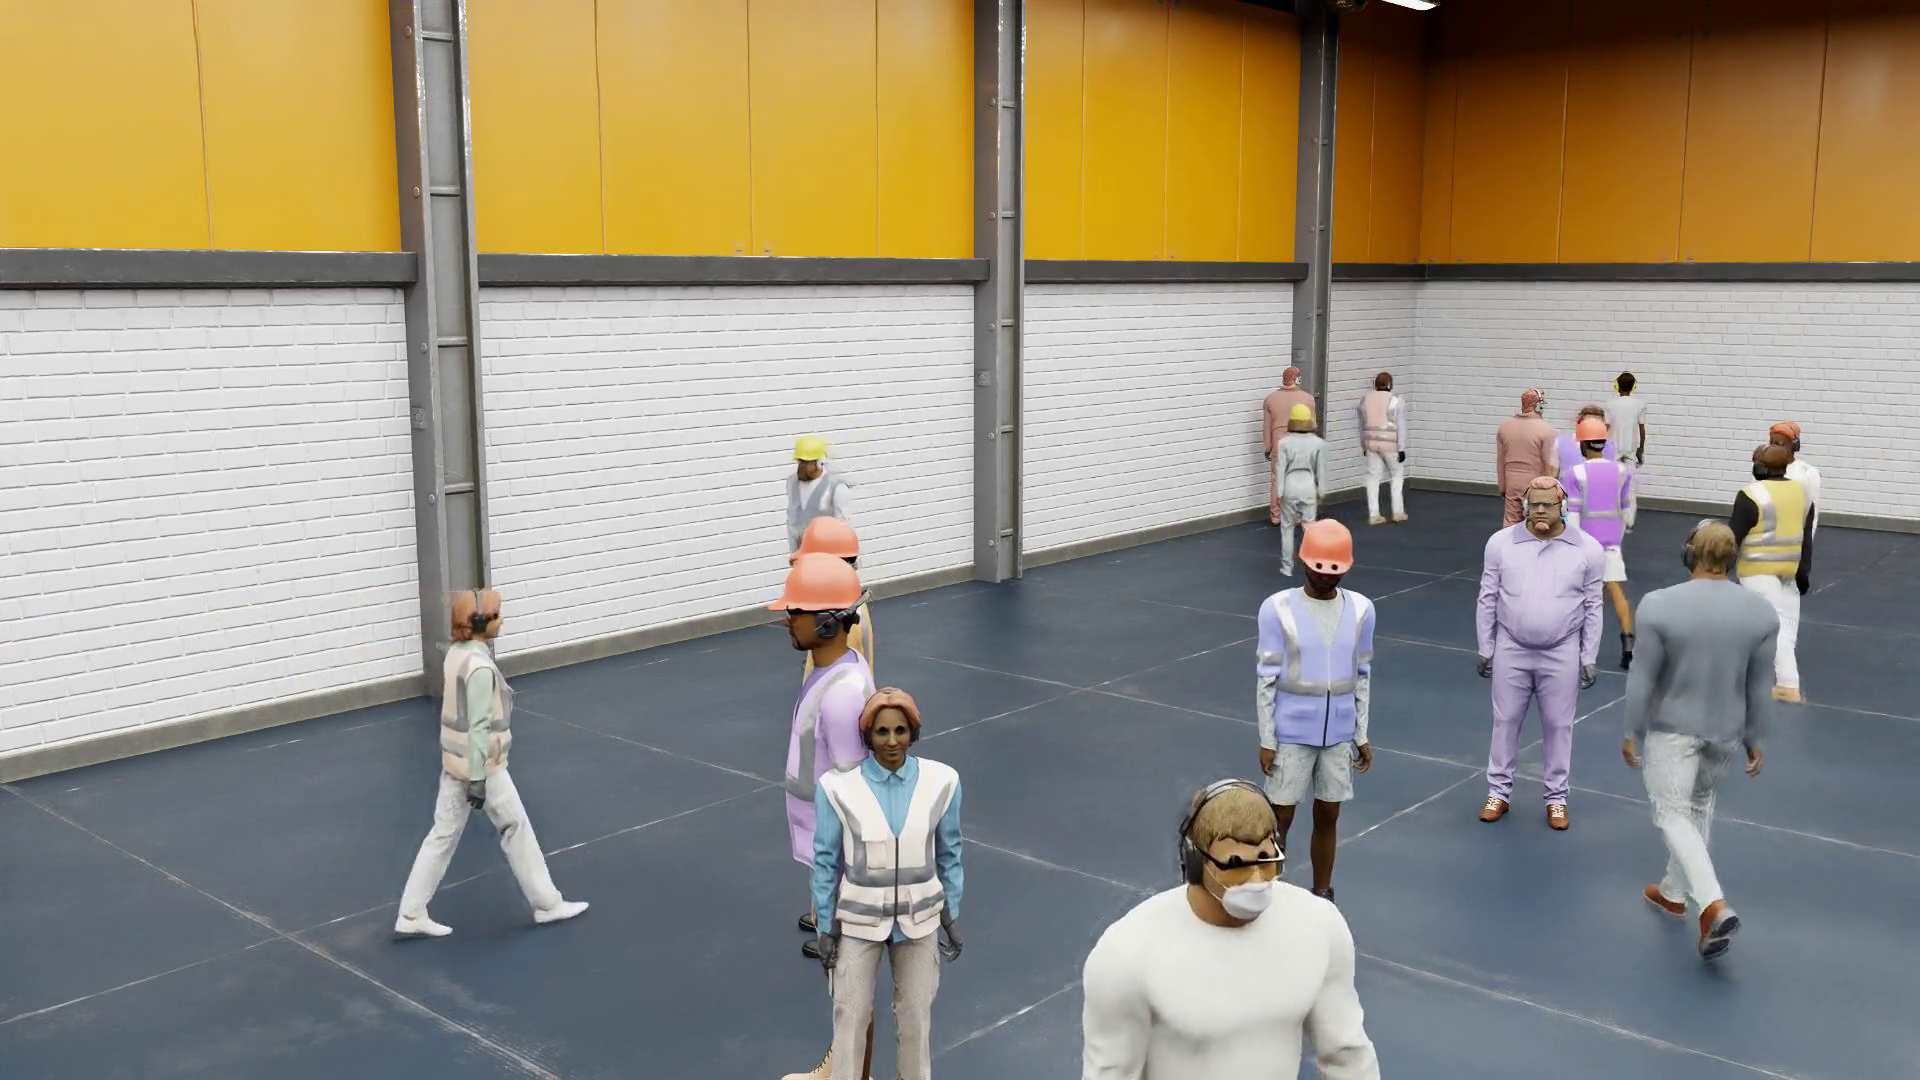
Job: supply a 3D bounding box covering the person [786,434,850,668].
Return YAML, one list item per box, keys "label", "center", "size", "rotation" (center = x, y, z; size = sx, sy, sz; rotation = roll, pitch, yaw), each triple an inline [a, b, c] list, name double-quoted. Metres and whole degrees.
- label: "person"
  center: [-1.077, 0.074, 12.659]
  size: [0.600, 1.803, 0.585]
  rotation: [6, 11, 31]

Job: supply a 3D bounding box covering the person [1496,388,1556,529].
- label: "person"
  center: [5.434, -0.493, 15.878]
  size: [0.409, 1.907, 0.648]
  rotation: [-6, 11, -34]

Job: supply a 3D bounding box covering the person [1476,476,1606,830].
- label: "person"
  center: [3.113, 0.605, 8.981]
  size: [0.651, 1.907, 0.409]
  rotation: [4, 10, 22]

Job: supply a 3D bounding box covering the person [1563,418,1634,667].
- label: "person"
  center: [4.945, 0.020, 12.838]
  size: [0.559, 1.897, 1.037]
  rotation: [0, 9, -1]

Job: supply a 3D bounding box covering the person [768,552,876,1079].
- label: "person"
  center: [-0.458, 1.053, 5.739]
  size: [0.374, 2.044, 0.606]
  rotation: [-1, 9, -8]

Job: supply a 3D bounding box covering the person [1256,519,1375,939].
- label: "person"
  center: [1.577, 0.854, 7.353]
  size: [0.545, 1.927, 0.385]
  rotation: [-2, 9, -11]

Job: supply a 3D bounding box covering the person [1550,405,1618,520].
- label: "person"
  center: [5.591, -0.313, 14.983]
  size: [0.596, 1.818, 0.455]
  rotation: [1, 9, 4]

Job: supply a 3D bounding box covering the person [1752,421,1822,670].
- label: "person"
  center: [6.193, 0.036, 12.618]
  size: [0.356, 1.886, 0.574]
  rotation: [-5, 10, -28]

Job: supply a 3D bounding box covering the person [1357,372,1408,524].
- label: "person"
  center: [5.127, -1.107, 20.030]
  size: [0.639, 1.809, 0.764]
  rotation: [7, 12, 38]

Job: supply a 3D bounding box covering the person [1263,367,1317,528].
- label: "person"
  center: [3.903, -1.089, 19.640]
  size: [0.637, 1.902, 0.406]
  rotation: [4, 10, 25]

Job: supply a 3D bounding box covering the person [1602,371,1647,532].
- label: "person"
  center: [7.674, -1.018, 19.286]
  size: [0.512, 1.872, 0.328]
  rotation: [1, 9, 7]

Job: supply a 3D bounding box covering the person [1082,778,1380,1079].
- label: "person"
  center: [0.632, 1.455, 3.658]
  size: [0.651, 1.889, 0.978]
  rotation: [-4, 10, -22]

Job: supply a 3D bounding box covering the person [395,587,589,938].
- label: "person"
  center: [-2.166, 1.000, 7.470]
  size: [0.856, 1.592, 0.532]
  rotation: [-5, 10, -30]

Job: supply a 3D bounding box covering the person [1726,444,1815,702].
- label: "person"
  center: [5.688, 0.208, 11.856]
  size: [0.629, 1.792, 0.983]
  rotation: [-4, 10, -24]

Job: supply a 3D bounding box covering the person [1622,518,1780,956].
- label: "person"
  center: [3.297, 0.859, 7.384]
  size: [0.636, 1.911, 0.869]
  rotation: [0, 9, -3]

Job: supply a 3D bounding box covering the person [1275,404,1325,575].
- label: "person"
  center: [3.348, -0.468, 16.312]
  size: [0.488, 1.726, 0.638]
  rotation: [-1, 9, -4]

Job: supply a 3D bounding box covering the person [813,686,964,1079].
- label: "person"
  center: [-0.235, 1.287, 5.533]
  size: [0.515, 1.639, 0.315]
  rotation: [-2, 9, -14]

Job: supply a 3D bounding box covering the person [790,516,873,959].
- label: "person"
  center: [-0.554, 0.857, 7.298]
  size: [0.359, 1.938, 0.547]
  rotation: [-1, 9, -6]
